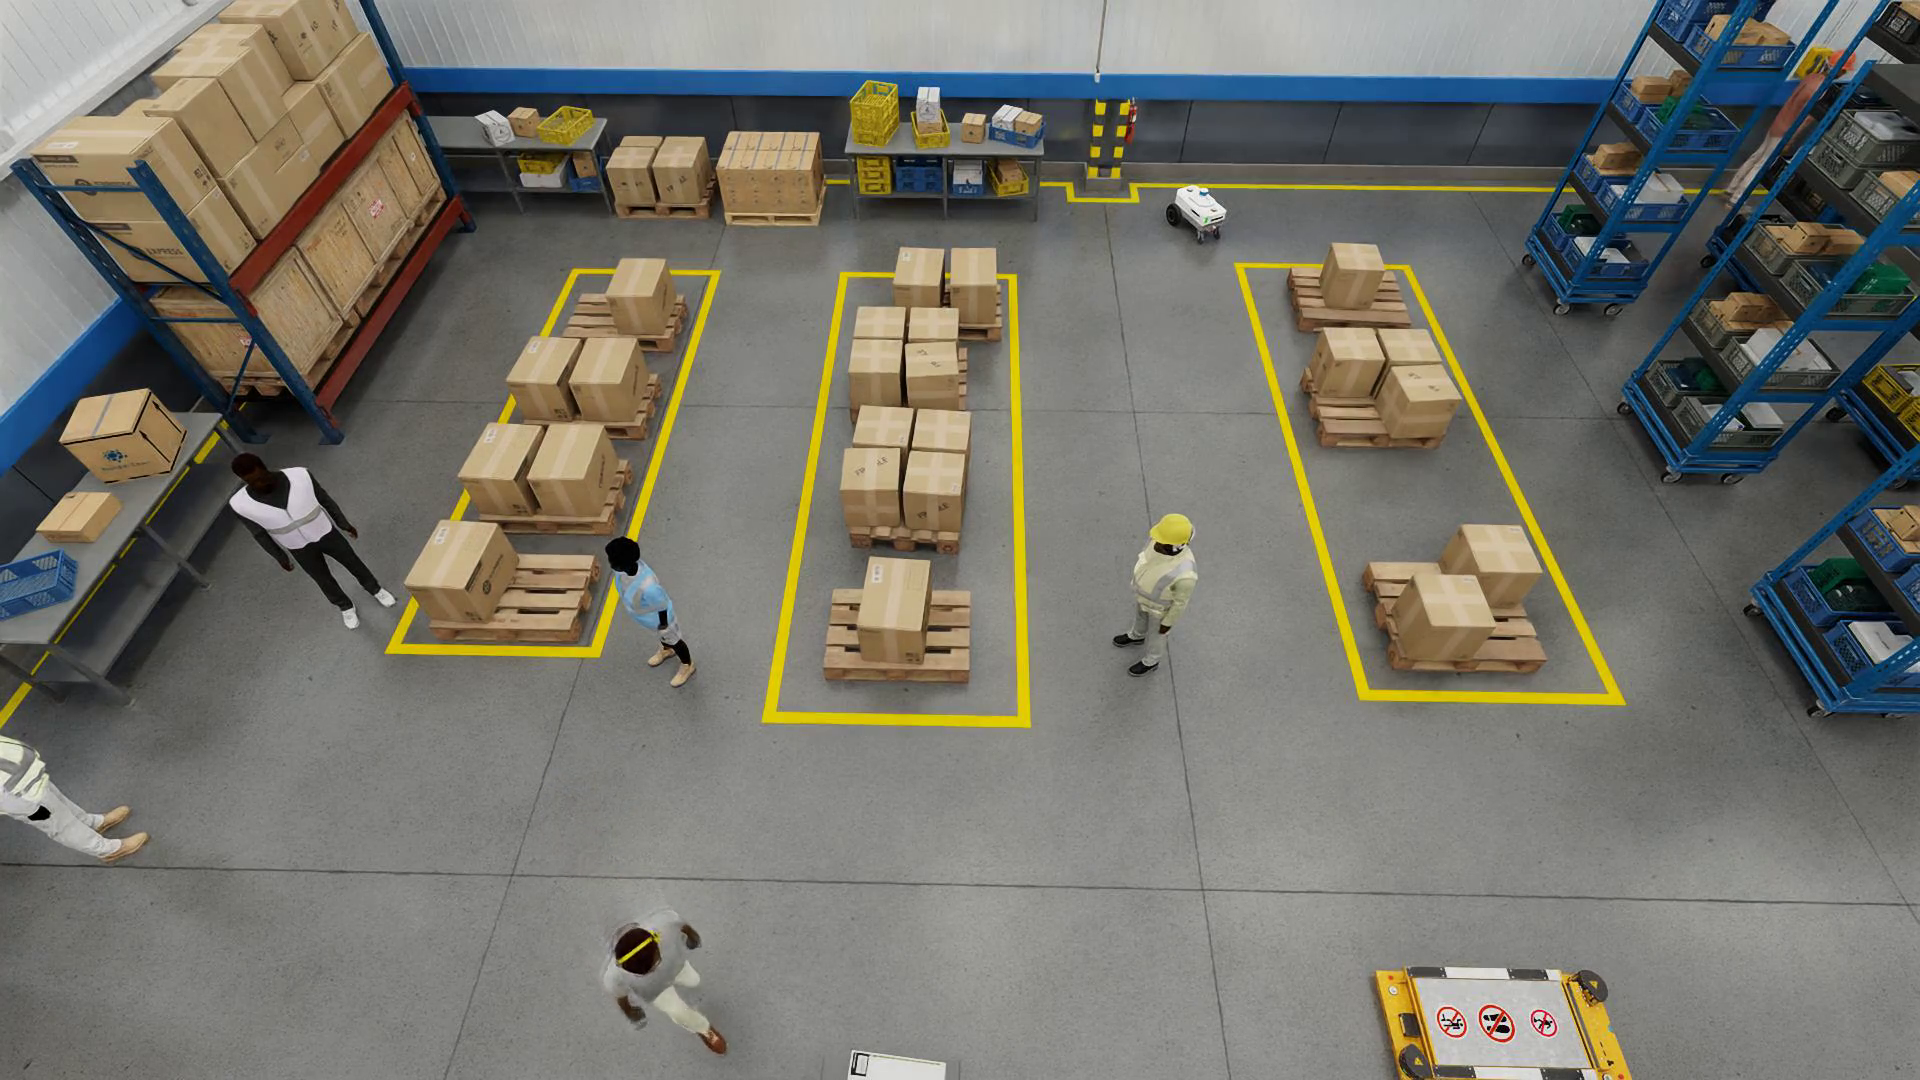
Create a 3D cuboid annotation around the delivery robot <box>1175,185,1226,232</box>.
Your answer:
[{"bbox_3d":[3.064,-4.241,11.685,0.477,0.478,0.707,-20,54,-16],"label":"delivery robot"}]

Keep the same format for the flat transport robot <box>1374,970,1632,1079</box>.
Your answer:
[{"bbox_3d":[3.501,3.133,5.914,1.431,0.197,0.652,1,51,1],"label":"flat transport robot"}]

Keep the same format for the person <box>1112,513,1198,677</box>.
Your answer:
[{"bbox_3d":[1.521,0.421,7.124,0.403,1.833,0.586,-13,52,-10],"label":"person"}]

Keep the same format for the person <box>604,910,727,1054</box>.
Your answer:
[{"bbox_3d":[-1.804,2.522,5.415,0.738,1.829,0.594,30,57,22],"label":"person"}]

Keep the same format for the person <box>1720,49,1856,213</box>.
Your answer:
[{"bbox_3d":[10.434,-5.151,11.565,0.393,1.989,0.617,17,53,13],"label":"person"}]

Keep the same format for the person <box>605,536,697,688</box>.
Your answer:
[{"bbox_3d":[-2.404,0.551,7.105,0.533,1.697,0.318,36,59,26],"label":"person"}]

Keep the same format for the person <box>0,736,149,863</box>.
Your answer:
[{"bbox_3d":[-6.299,1.637,6.128,0.624,1.844,0.429,34,58,24],"label":"person"}]

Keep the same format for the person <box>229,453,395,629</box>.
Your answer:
[{"bbox_3d":[-5.271,-0.024,7.433,0.596,1.916,0.372,-38,60,-26],"label":"person"}]
